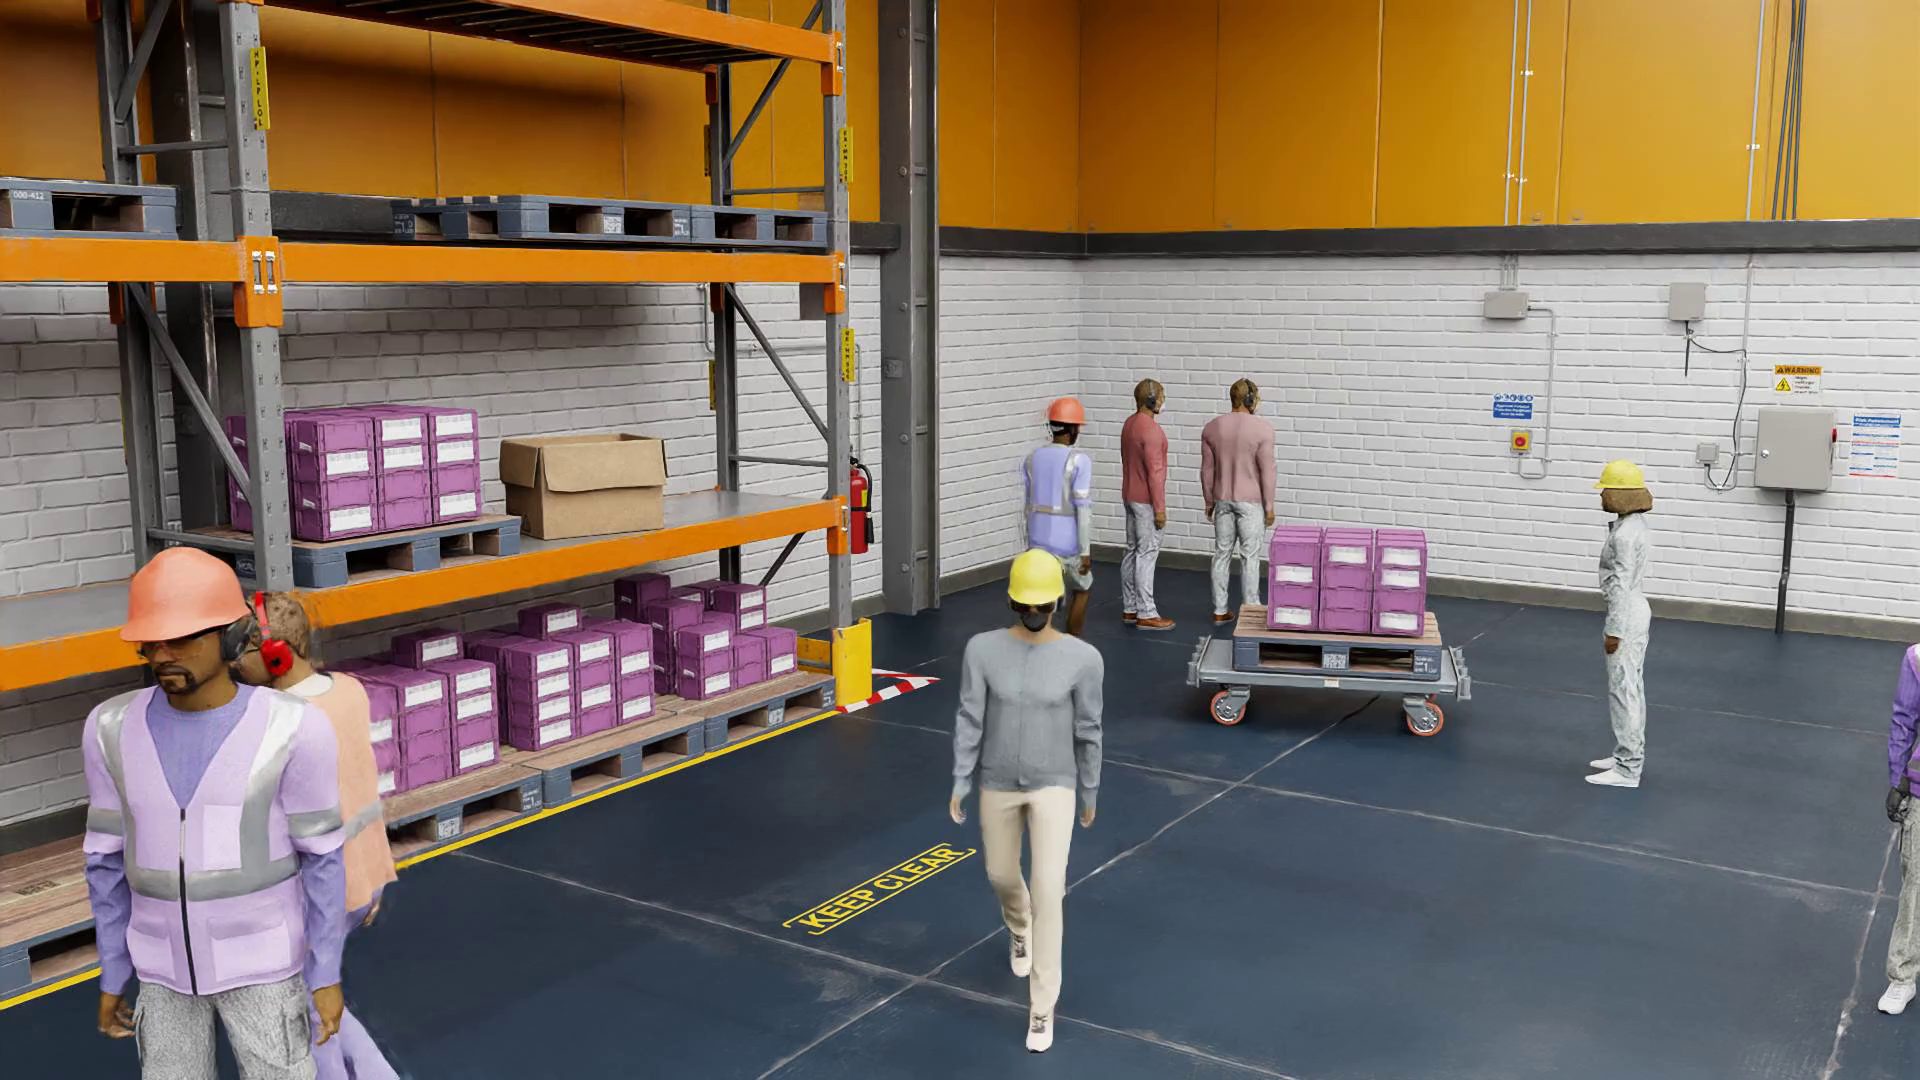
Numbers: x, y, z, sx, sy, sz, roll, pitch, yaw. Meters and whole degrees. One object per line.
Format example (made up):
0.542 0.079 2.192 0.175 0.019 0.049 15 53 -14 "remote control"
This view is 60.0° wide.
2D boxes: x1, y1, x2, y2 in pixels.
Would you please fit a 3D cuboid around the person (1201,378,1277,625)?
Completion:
2.160 -0.280 12.878 0.627 1.936 0.376 7 11 38 "person"

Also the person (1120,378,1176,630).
1.438 -0.277 12.849 0.372 1.940 0.632 -2 9 -15 "person"

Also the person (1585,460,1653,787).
3.513 0.438 8.876 0.335 1.735 0.485 4 10 27 "person"

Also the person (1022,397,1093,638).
0.682 0.006 11.097 0.608 1.909 0.680 7 11 37 "person"

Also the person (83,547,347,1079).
-1.808 1.025 4.045 0.609 2.044 0.393 0 9 0 "person"

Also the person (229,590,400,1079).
-1.833 1.032 4.720 0.428 1.819 0.603 1 9 3 "person"

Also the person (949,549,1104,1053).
0.256 0.870 6.058 0.527 1.730 0.809 2 9 12 "person"

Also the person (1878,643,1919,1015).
3.600 0.932 5.961 0.510 1.639 0.308 6 10 33 "person"
